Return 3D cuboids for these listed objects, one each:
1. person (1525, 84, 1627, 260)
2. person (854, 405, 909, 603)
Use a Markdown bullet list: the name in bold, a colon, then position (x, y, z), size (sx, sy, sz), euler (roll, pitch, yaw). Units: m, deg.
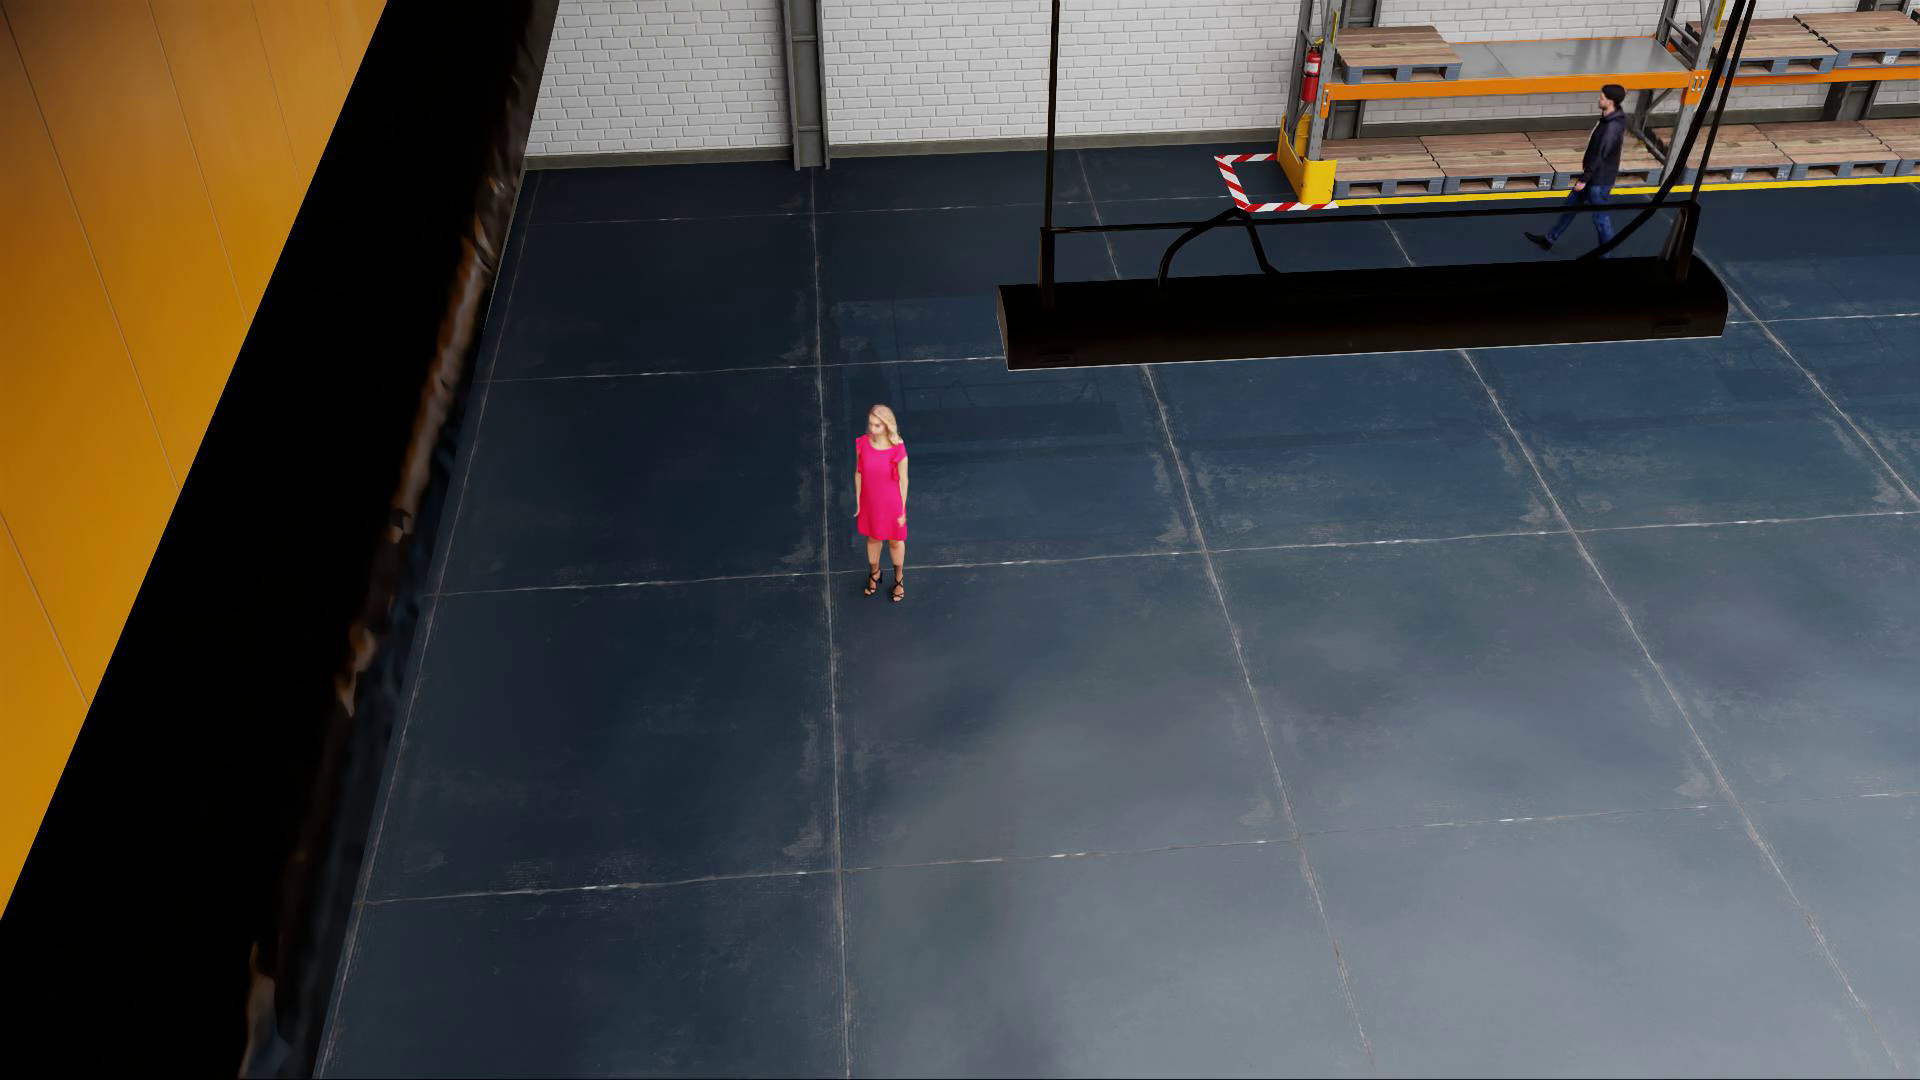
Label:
- **person**: position (6.329, -3.511, 16.234), size (1.190, 1.851, 0.979), euler (12, 40, 15)
- **person**: position (-0.567, -0.283, 12.291), size (0.602, 1.729, 0.709), euler (12, 40, 15)
